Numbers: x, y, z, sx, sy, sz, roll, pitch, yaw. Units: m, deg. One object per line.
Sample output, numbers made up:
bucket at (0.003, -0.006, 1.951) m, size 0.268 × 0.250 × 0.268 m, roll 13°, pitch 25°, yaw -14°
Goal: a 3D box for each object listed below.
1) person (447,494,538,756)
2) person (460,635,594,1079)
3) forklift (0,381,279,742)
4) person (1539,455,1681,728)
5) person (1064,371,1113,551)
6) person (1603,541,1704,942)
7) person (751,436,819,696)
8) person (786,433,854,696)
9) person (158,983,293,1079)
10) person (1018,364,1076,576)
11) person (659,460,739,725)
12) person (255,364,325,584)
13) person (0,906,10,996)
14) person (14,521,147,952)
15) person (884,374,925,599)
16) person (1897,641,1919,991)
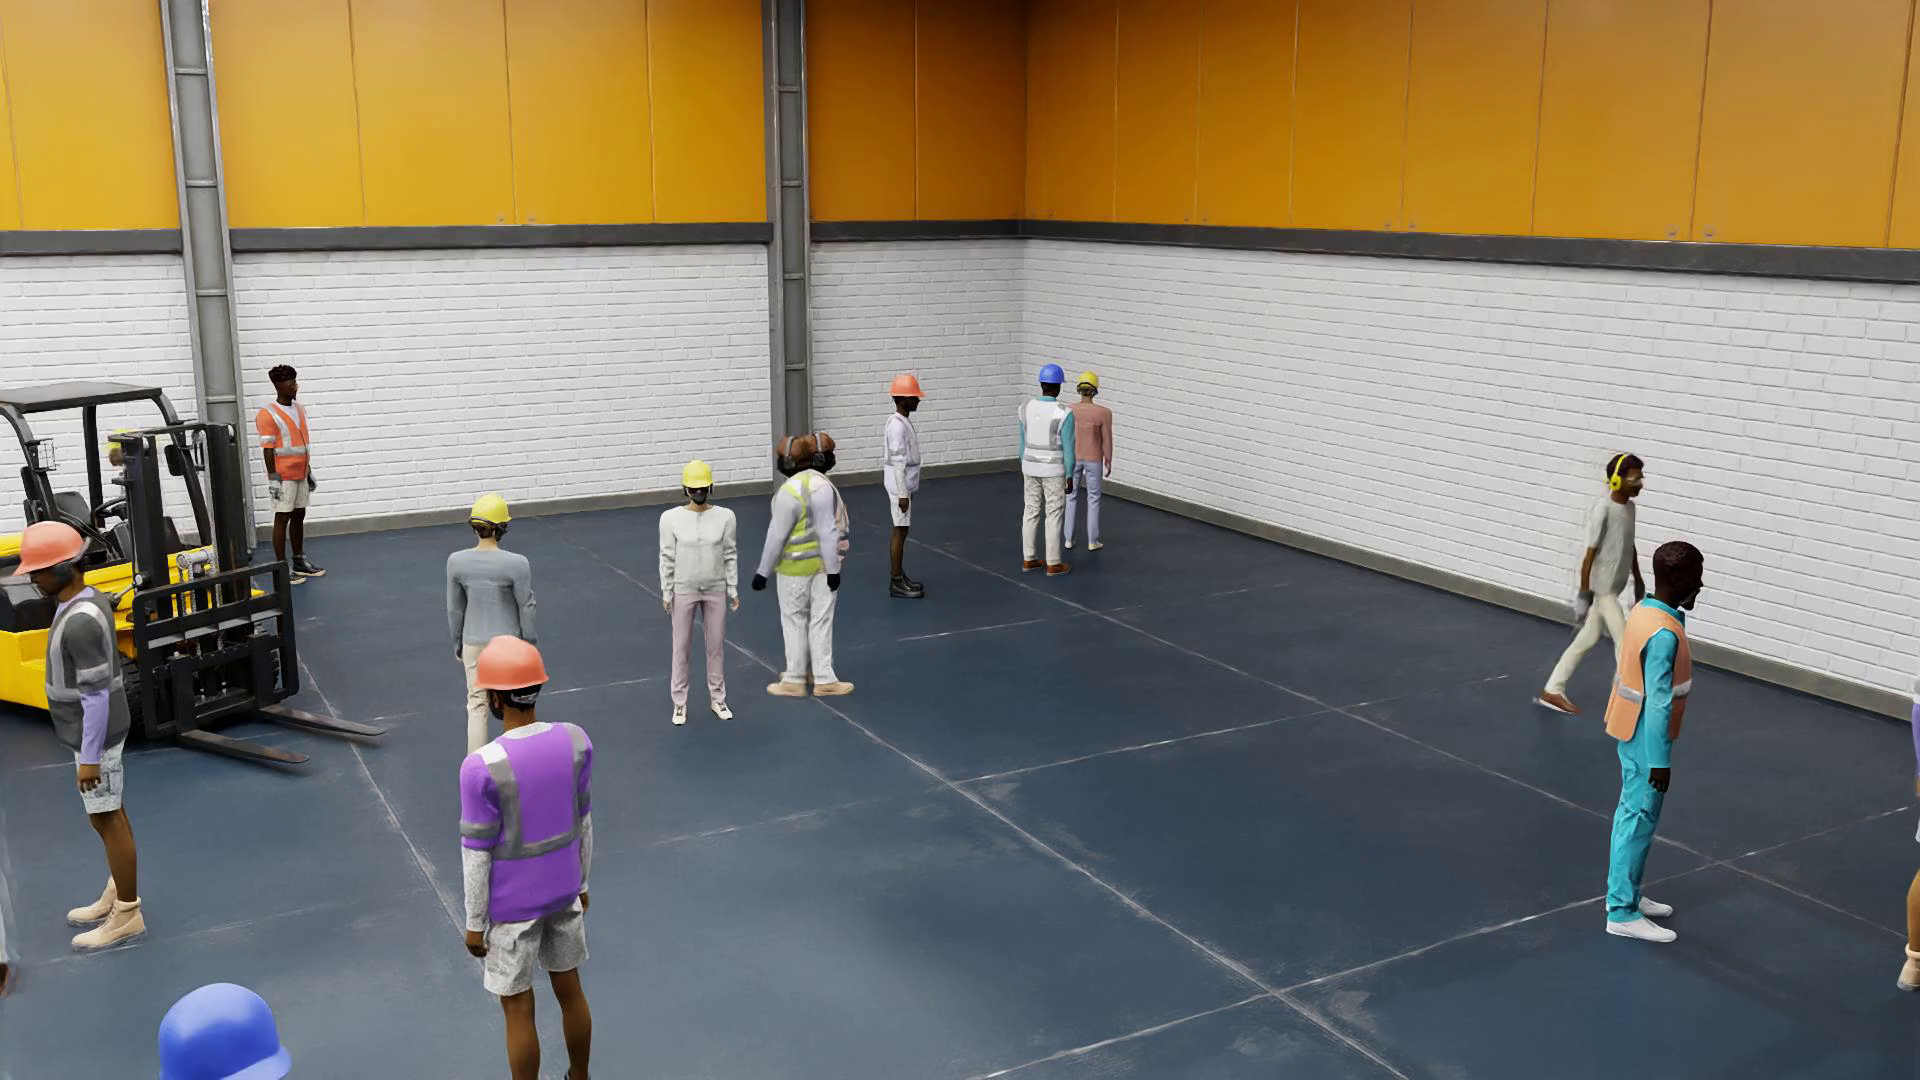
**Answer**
person at (-2.730, 0.603, 9.783) m, size 0.534 × 1.767 × 0.318 m, roll 2°, pitch 12°, yaw 8°
person at (-1.604, 1.296, 6.147) m, size 0.387 × 1.931 × 0.543 m, roll 10°, pitch 15°, yaw 38°
forklift at (-5.853, 0.085, 11.199) m, size 2.313 × 2.155 × 1.214 m, roll 7°, pitch 14°, yaw 28°
person at (4.305, 0.333, 10.953) m, size 0.973 × 1.809 × 0.542 m, roll 11°, pitch 16°, yaw 42°
person at (1.231, -0.769, 16.244) m, size 0.531 × 1.755 × 0.343 m, roll 3°, pitch 12°, yaw 15°
person at (3.260, 0.938, 7.881) m, size 0.397 × 1.911 × 0.587 m, roll 4°, pitch 13°, yaw 16°
person at (-1.138, 0.188, 11.594) m, size 0.446 × 1.833 × 0.660 m, roll 3°, pitch 12°, yaw 15°
person at (-0.991, 0.163, 11.668) m, size 0.430 × 1.845 × 0.620 m, roll -6°, pitch 13°, yaw -26°
person at (-1.507, 1.846, 3.522) m, size 0.612 × 1.950 × 0.377 m, roll -10°, pitch 16°, yaw -40°
person at (0.804, -0.640, 15.218) m, size 0.601 × 1.940 × 0.414 m, roll 9°, pitch 15°, yaw 35°
person at (-1.720, 0.342, 11.003) m, size 0.522 × 1.769 × 0.318 m, roll -4°, pitch 13°, yaw -19°
person at (-6.023, -0.601, 14.955) m, size 0.368 × 1.966 × 0.602 m, roll 3°, pitch 12°, yaw 12°
person at (-3.538, 1.455, 5.482) m, size 0.817 × 1.888 × 0.620 m, roll 0°, pitch 12°, yaw 2°
person at (-4.080, 0.905, 7.740) m, size 0.401 × 2.033 × 0.605 m, roll -6°, pitch 13°, yaw -26°
person at (-0.475, -0.466, 14.391) m, size 0.359 × 1.938 × 0.547 m, roll 0°, pitch 12°, yaw -1°
person at (4.374, 1.027, 7.141) m, size 0.379 × 2.045 × 0.605 m, roll -4°, pitch 13°, yaw -16°
